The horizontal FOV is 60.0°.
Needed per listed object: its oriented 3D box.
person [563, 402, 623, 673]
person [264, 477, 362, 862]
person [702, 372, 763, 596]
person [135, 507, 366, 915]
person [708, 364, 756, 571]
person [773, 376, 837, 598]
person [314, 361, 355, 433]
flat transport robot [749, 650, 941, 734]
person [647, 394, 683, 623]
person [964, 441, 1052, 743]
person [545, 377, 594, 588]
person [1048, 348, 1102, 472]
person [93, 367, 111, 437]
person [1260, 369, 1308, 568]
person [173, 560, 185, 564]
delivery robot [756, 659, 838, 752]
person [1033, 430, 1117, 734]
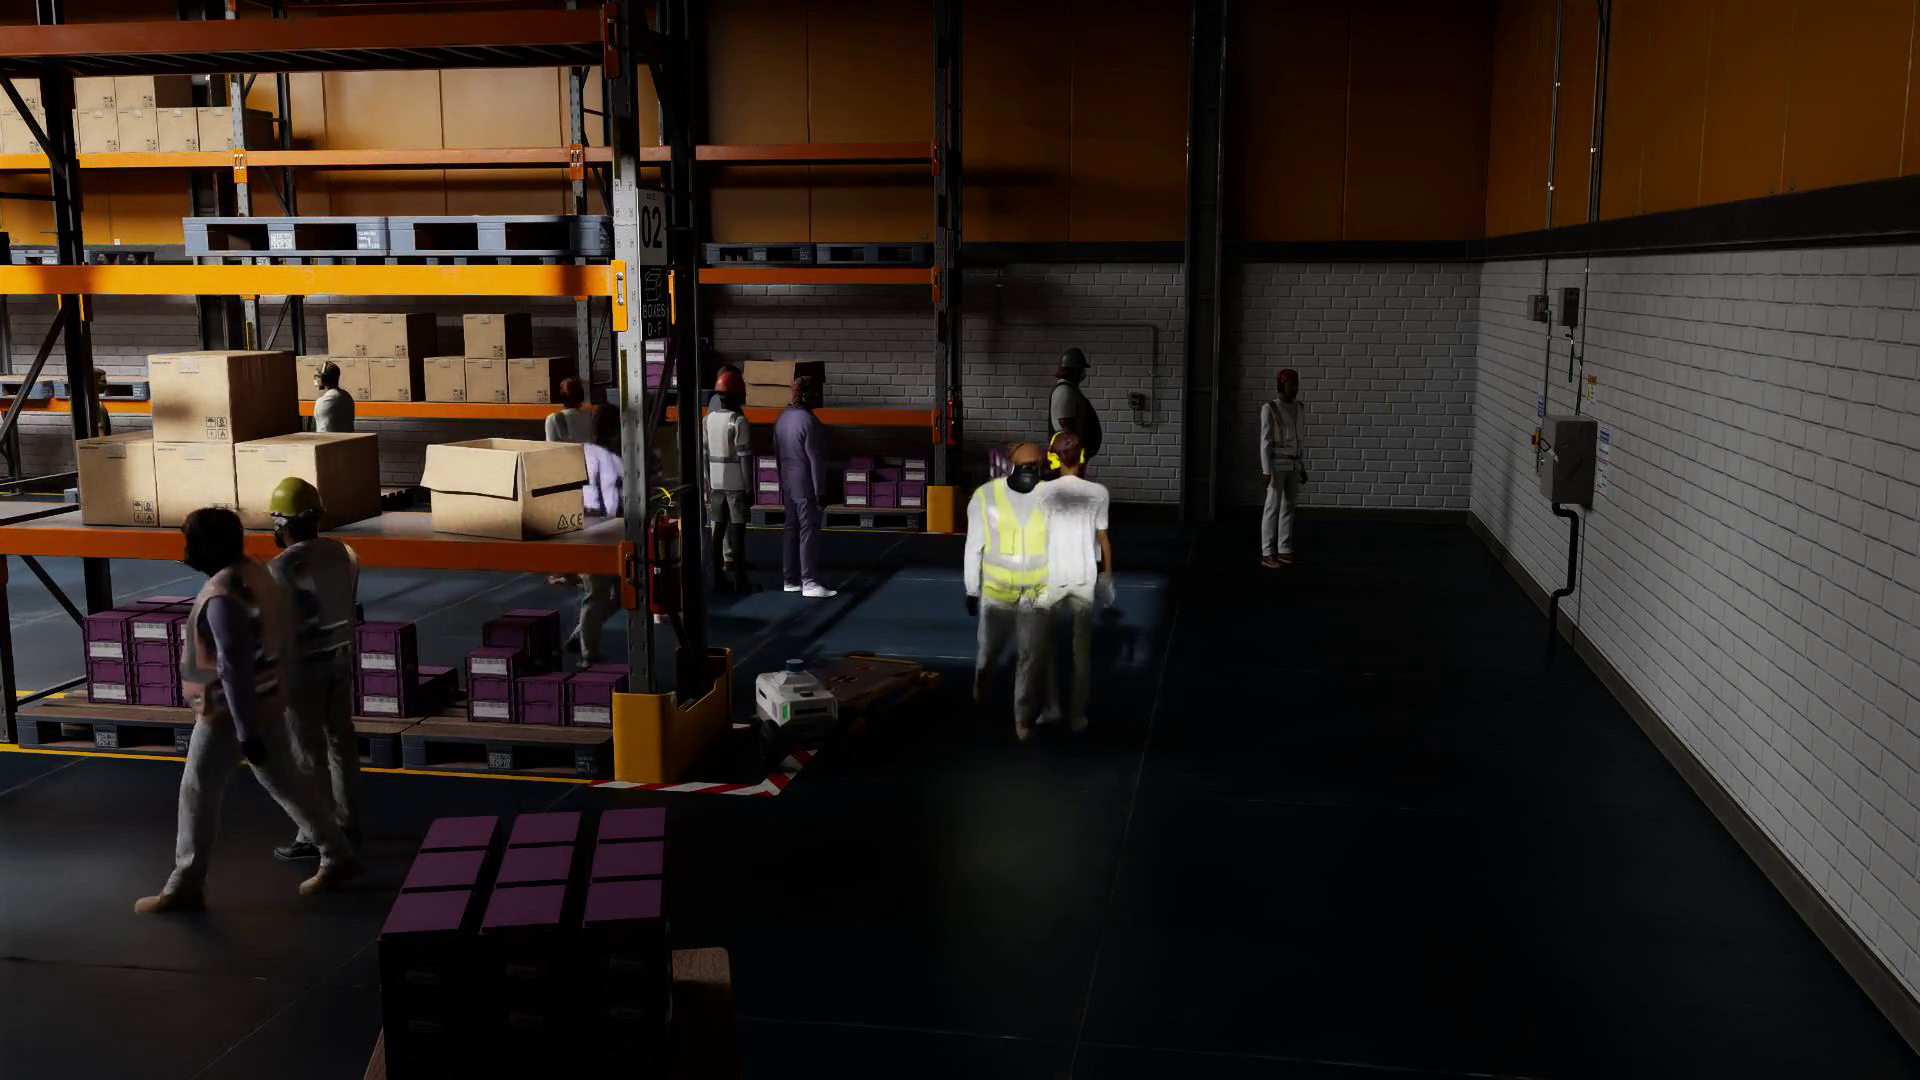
[{"bbox_3d":[-2.460,0.014,11.378,0.447,1.916,0.645,2,9,12],"label":"person"},{"bbox_3d":[-3.105,0.613,7.922,0.403,1.835,0.586,3,10,17],"label":"person"},{"bbox_3d":[-1.981,-0.486,14.417,0.542,1.938,0.358,7,11,35],"label":"person"},{"bbox_3d":[-3.123,0.742,7.299,0.938,1.805,0.605,-1,9,-5],"label":"person"},{"bbox_3d":[-2.163,-0.681,15.622,0.362,1.939,0.636,-4,10,-26],"label":"person"},{"bbox_3d":[-1.326,-0.458,14.339,0.408,1.906,0.652,-7,11,-37],"label":"person"},{"bbox_3d":[-6.055,-0.765,16.146,0.374,1.939,0.629,0,9,2],"label":"person"},{"bbox_3d":[-0.704,0.960,10.604,0.652,0.197,1.431,4,10,23],"label":"flat transport robot"},{"bbox_3d":[-2.404,-0.247,13.251,0.429,1.833,0.649,7,11,35],"label":"person"},{"bbox_3d":[0.331,0.271,10.147,0.644,1.810,0.755,-1,9,-6],"label":"person"},{"bbox_3d":[-3.464,-0.511,14.790,0.599,1.864,0.652,-8,12,-40],"label":"person"},{"bbox_3d":[1.161,-0.917,16.774,0.539,2.000,0.689,0,9,-1],"label":"person"},{"bbox_3d":[-8.751,-0.831,16.851,0.517,1.842,0.325,9,13,43],"label":"person"},{"bbox_3d":[3.082,-0.682,15.799,0.585,1.882,0.343,-7,12,-37],"label":"person"},{"bbox_3d":[-7.426,-0.686,15.991,0.404,1.827,0.602,0,9,0],"label":"person"},{"bbox_3d":[-0.949,0.932,9.607,0.477,0.478,0.707,-3,10,-19],"label":"delivery robot"},{"bbox_3d":[0.679,0.261,10.067,0.574,1.852,0.367,0,9,1],"label":"person"}]
